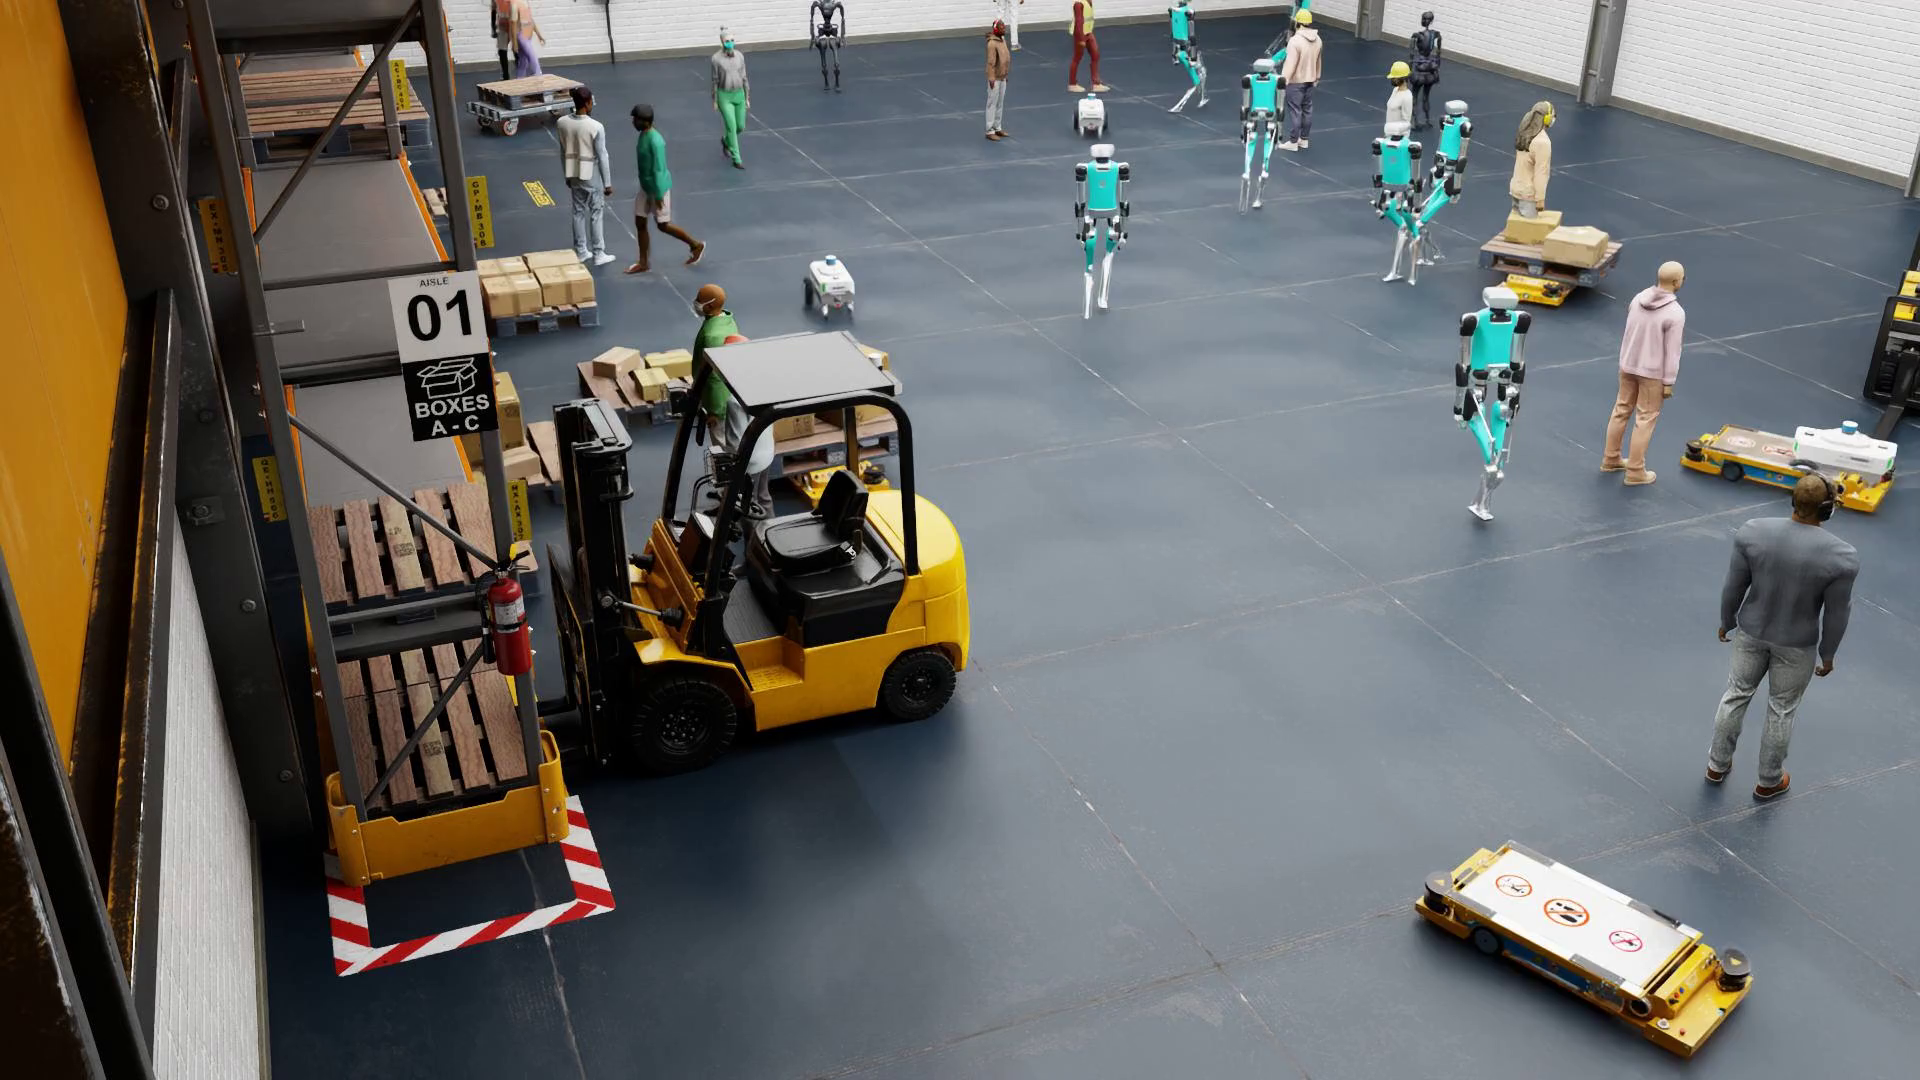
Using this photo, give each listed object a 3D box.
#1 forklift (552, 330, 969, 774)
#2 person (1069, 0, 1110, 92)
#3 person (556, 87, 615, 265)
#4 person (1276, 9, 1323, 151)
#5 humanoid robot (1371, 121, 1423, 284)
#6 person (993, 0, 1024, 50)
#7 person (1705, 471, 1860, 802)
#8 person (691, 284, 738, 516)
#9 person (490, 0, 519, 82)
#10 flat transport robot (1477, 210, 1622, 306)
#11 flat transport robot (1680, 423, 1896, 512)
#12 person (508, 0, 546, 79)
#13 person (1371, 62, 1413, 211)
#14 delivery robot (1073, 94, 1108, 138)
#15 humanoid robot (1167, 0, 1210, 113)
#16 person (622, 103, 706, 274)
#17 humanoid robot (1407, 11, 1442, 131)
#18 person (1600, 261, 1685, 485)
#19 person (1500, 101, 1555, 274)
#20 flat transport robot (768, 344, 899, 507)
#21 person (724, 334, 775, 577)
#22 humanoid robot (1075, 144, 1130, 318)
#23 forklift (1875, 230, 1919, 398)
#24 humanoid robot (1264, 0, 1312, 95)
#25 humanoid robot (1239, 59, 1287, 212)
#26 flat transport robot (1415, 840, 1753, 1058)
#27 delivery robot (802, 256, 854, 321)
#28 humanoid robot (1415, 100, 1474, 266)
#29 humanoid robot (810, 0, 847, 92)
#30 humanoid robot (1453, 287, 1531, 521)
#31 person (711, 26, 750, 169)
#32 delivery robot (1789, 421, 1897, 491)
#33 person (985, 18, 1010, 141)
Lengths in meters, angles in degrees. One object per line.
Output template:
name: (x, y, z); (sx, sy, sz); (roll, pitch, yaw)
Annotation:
forklift: (-1.094, 0.010, 9.831); (2.313, 2.155, 1.214); (-10, 28, -20)
person: (2.029, -7.851, 25.958); (0.779, 1.742, 0.503); (16, 31, 29)
person: (-4.032, -3.913, 17.954); (0.596, 1.907, 0.410); (11, 29, 21)
person: (4.642, -6.257, 22.653); (0.807, 1.868, 0.420); (-21, 33, -35)
humanoid robot: (4.616, -3.509, 17.355); (0.555, 1.787, 0.805); (19, 32, 32)
person: (0.847, -9.608, 29.301); (0.585, 1.883, 0.342); (8, 28, 15)
person: (4.461, 0.529, 9.079); (0.634, 1.935, 0.353); (21, 34, 36)
person: (-1.792, -1.046, 12.384); (0.383, 1.784, 0.534); (0, 27, -1)
person: (-7.092, -8.056, 26.173); (0.699, 1.933, 0.375); (5, 27, 9)
flat transport robot: (6.187, -2.790, 17.537); (0.659, 0.231, 1.431); (17, 31, 30)
flat transport robot: (6.543, -0.589, 13.159); (1.431, 0.231, 0.659); (20, 33, 34)
person: (-6.563, -7.665, 25.511); (0.838, 1.811, 0.572); (1, 27, 2)
person: (5.213, -4.837, 19.949); (0.325, 1.761, 0.522); (-2, 27, -4)
delivery robot: (1.867, -6.056, 23.725); (0.499, 0.603, 0.807); (1, 27, 2)
humanoid robot: (3.522, -7.266, 24.857); (1.005, 1.766, 0.543); (-15, 31, -28)
person: (-3.212, -3.745, 17.719); (0.852, 1.816, 0.509); (-15, 30, -27)
humanoid robot: (6.601, -6.667, 23.690); (0.612, 1.651, 0.353); (-11, 29, -21)
person: (5.305, -1.288, 12.878); (0.409, 1.777, 0.519); (-13, 29, -24)
person: (5.964, -3.664, 17.500); (0.392, 1.872, 0.561); (-3, 27, -5)
flat transport robot: (-1.170, -0.668, 13.317); (0.659, 0.231, 1.431); (-13, 29, -24)
person: (-1.475, -0.587, 11.516); (0.350, 1.740, 0.573); (8, 28, 15)
humanoid robot: (1.394, -3.063, 16.503); (0.545, 1.839, 0.749); (1, 27, 2)
forklift: (9.029, -2.397, 14.618); (1.214, 2.155, 2.313); (18, 32, 32)
humanoid robot: (4.976, -7.747, 25.860); (0.891, 1.847, 0.554); (14, 30, 26)
humanoid robot: (3.565, -4.741, 19.914); (0.549, 1.900, 0.714); (8, 28, 16)
flat transport robot: (3.027, 1.942, 8.125); (0.659, 0.231, 1.431); (-23, 35, -38)
delivery robot: (-1.301, -2.569, 16.800); (0.499, 0.613, 0.797); (-7, 27, -13)
humanoid robot: (5.086, -3.818, 17.979); (0.754, 1.798, 0.555); (-7, 28, -13)
humanoid robot: (-2.072, -7.900, 26.132); (0.591, 1.644, 0.506); (-1, 27, -2)
humanoid robot: (3.940, -0.892, 12.161); (0.535, 1.800, 0.804); (-5, 27, -9)
person: (-3.040, -5.850, 21.894); (0.526, 1.817, 0.746); (-17, 31, -31)
delivery robot: (6.821, -0.632, 12.939); (0.777, 0.605, 0.511); (15, 30, 27)
person: (0.511, -6.447, 23.267); (0.318, 1.651, 0.473); (13, 30, 24)
